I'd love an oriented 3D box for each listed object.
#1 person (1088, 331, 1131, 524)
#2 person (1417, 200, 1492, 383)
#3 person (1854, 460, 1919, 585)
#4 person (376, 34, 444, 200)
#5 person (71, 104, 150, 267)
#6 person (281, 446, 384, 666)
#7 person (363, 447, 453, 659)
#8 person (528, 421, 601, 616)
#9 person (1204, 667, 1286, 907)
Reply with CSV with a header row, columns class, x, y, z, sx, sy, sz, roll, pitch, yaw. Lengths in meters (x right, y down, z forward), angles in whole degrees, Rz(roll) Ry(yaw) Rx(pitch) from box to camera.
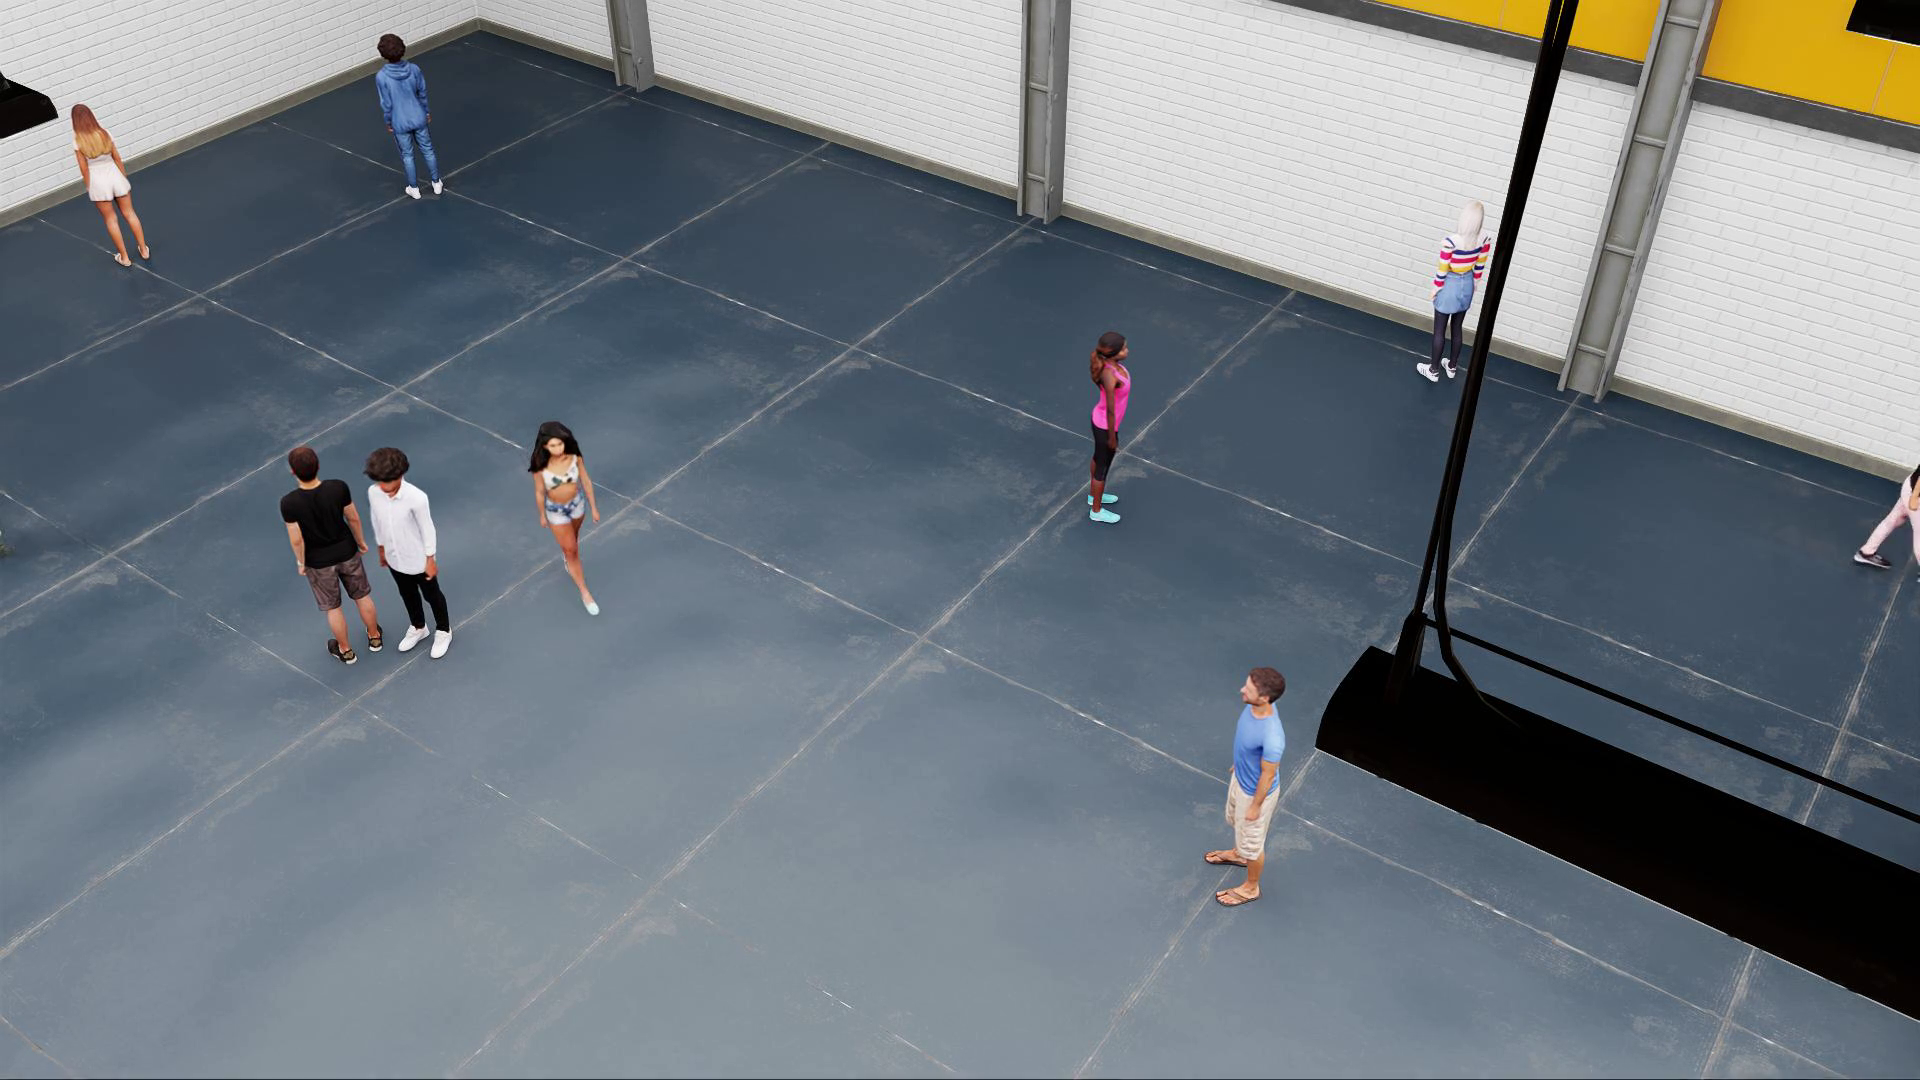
class,x,y,z,sx,sy,sz,roll,pitch,yaw
person,1.177,-0.936,13.454,0.687,1.722,0.655,3,39,4
person,4.488,-2.263,15.045,0.722,1.809,0.742,-11,40,-14
person,7.361,-0.379,12.902,0.942,1.540,0.582,20,43,23
person,-5.954,-4.571,17.933,0.758,1.811,0.740,-19,42,-22
person,-8.624,-3.595,16.804,0.615,1.695,0.609,-29,47,-32
person,-4.551,0.109,12.033,0.738,1.862,0.697,-25,45,-28
person,-4.018,0.071,12.121,0.597,1.810,0.752,11,40,14
person,-3.027,-0.253,12.708,0.825,1.585,1.081,-21,43,-24
person,1.819,1.493,10.298,0.769,1.864,0.726,-4,39,-4
